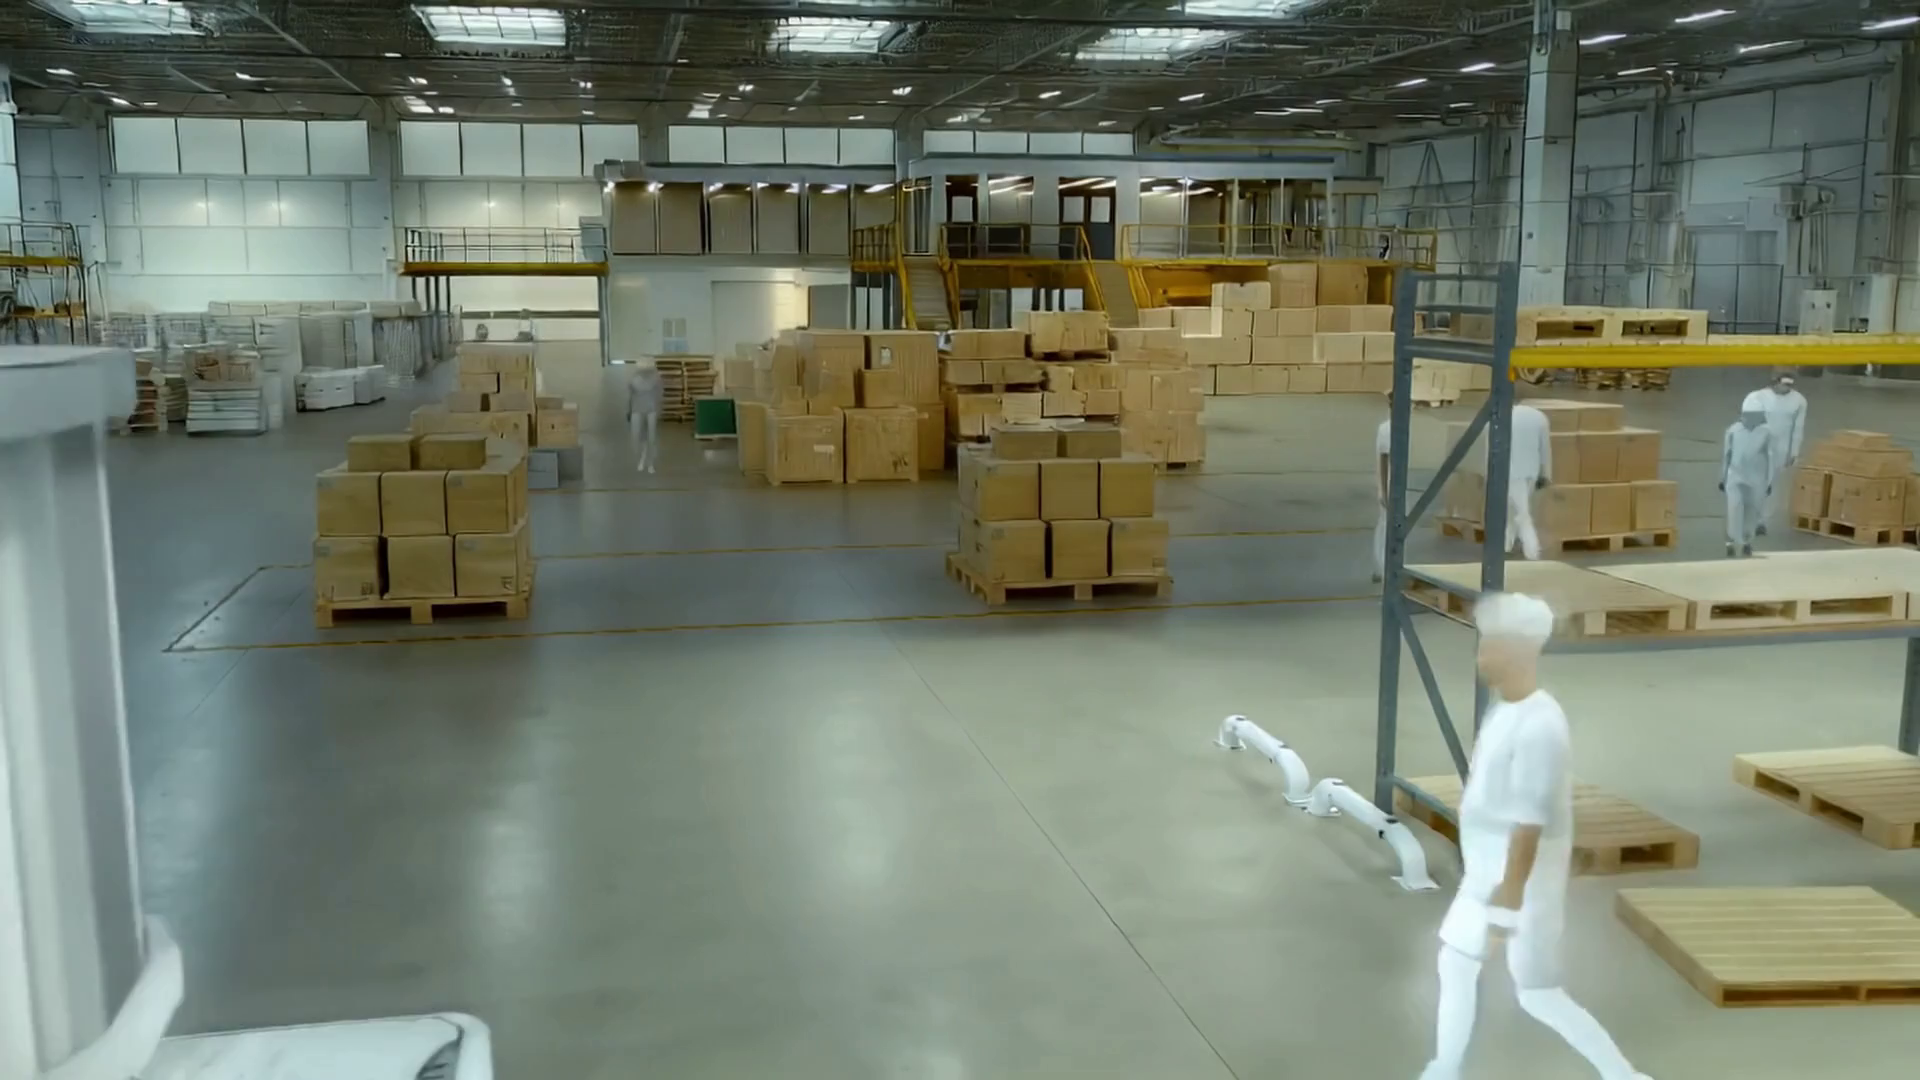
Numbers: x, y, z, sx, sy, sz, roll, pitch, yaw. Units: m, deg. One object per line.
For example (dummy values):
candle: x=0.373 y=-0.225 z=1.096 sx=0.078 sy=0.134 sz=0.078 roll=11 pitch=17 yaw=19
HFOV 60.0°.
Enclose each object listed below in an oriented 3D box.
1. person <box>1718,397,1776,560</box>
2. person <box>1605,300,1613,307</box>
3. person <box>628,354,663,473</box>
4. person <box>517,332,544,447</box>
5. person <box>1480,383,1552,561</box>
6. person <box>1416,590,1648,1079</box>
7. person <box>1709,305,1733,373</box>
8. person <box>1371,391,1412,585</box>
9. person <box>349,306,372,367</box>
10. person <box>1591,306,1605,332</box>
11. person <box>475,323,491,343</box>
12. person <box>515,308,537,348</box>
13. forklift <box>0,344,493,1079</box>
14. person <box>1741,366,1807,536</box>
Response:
person: x=8.046 y=-0.619 z=17.002 sx=0.511 sy=1.691 sz=0.919 roll=4 pitch=10 yaw=24
person: x=20.404 y=-6.599 z=52.568 sx=0.611 sy=1.985 sz=0.393 roll=-7 pitch=12 yaw=-38
person: x=-4.586 y=-1.838 z=24.285 sx=0.528 sy=1.750 sz=0.397 roll=0 pitch=9 yaw=-2
person: x=-6.653 y=-2.256 z=25.926 sx=0.942 sy=2.000 sz=0.698 roll=-2 pitch=10 yaw=-12
person: x=5.585 y=-0.643 z=16.696 sx=0.634 sy=1.852 sz=1.107 roll=-2 pitch=9 yaw=-10
person: x=1.955 y=1.127 z=5.654 sx=0.918 sy=1.942 sz=0.609 roll=1 pitch=9 yaw=4
person: x=21.597 y=-5.701 z=47.206 sx=0.616 sy=1.946 sz=0.392 roll=8 pitch=12 yaw=39
person: x=4.098 y=-0.498 z=15.759 sx=0.332 sy=1.865 sz=0.520 roll=5 pitch=10 yaw=27
person: x=-15.064 y=-4.876 z=41.922 sx=0.612 sy=2.036 sz=0.407 roll=1 pitch=9 yaw=8
person: x=18.229 y=-5.701 z=47.299 sx=0.585 sy=1.918 sz=0.381 roll=2 pitch=9 yaw=9
person: x=-8.672 y=-2.947 z=30.281 sx=0.619 sy=1.994 sz=0.381 roll=-8 pitch=12 yaw=-39
person: x=-12.064 y=-5.497 z=46.182 sx=0.602 sy=1.870 sz=0.446 roll=0 pitch=9 yaw=-1
forklift: x=-2.020 y=0.986 z=3.615 sx=1.873 sy=2.768 sz=1.129 roll=-2 pitch=10 yaw=-12
person: x=9.097 y=-1.001 z=18.686 sx=0.689 sy=1.905 sz=0.462 roll=2 pitch=10 yaw=14
